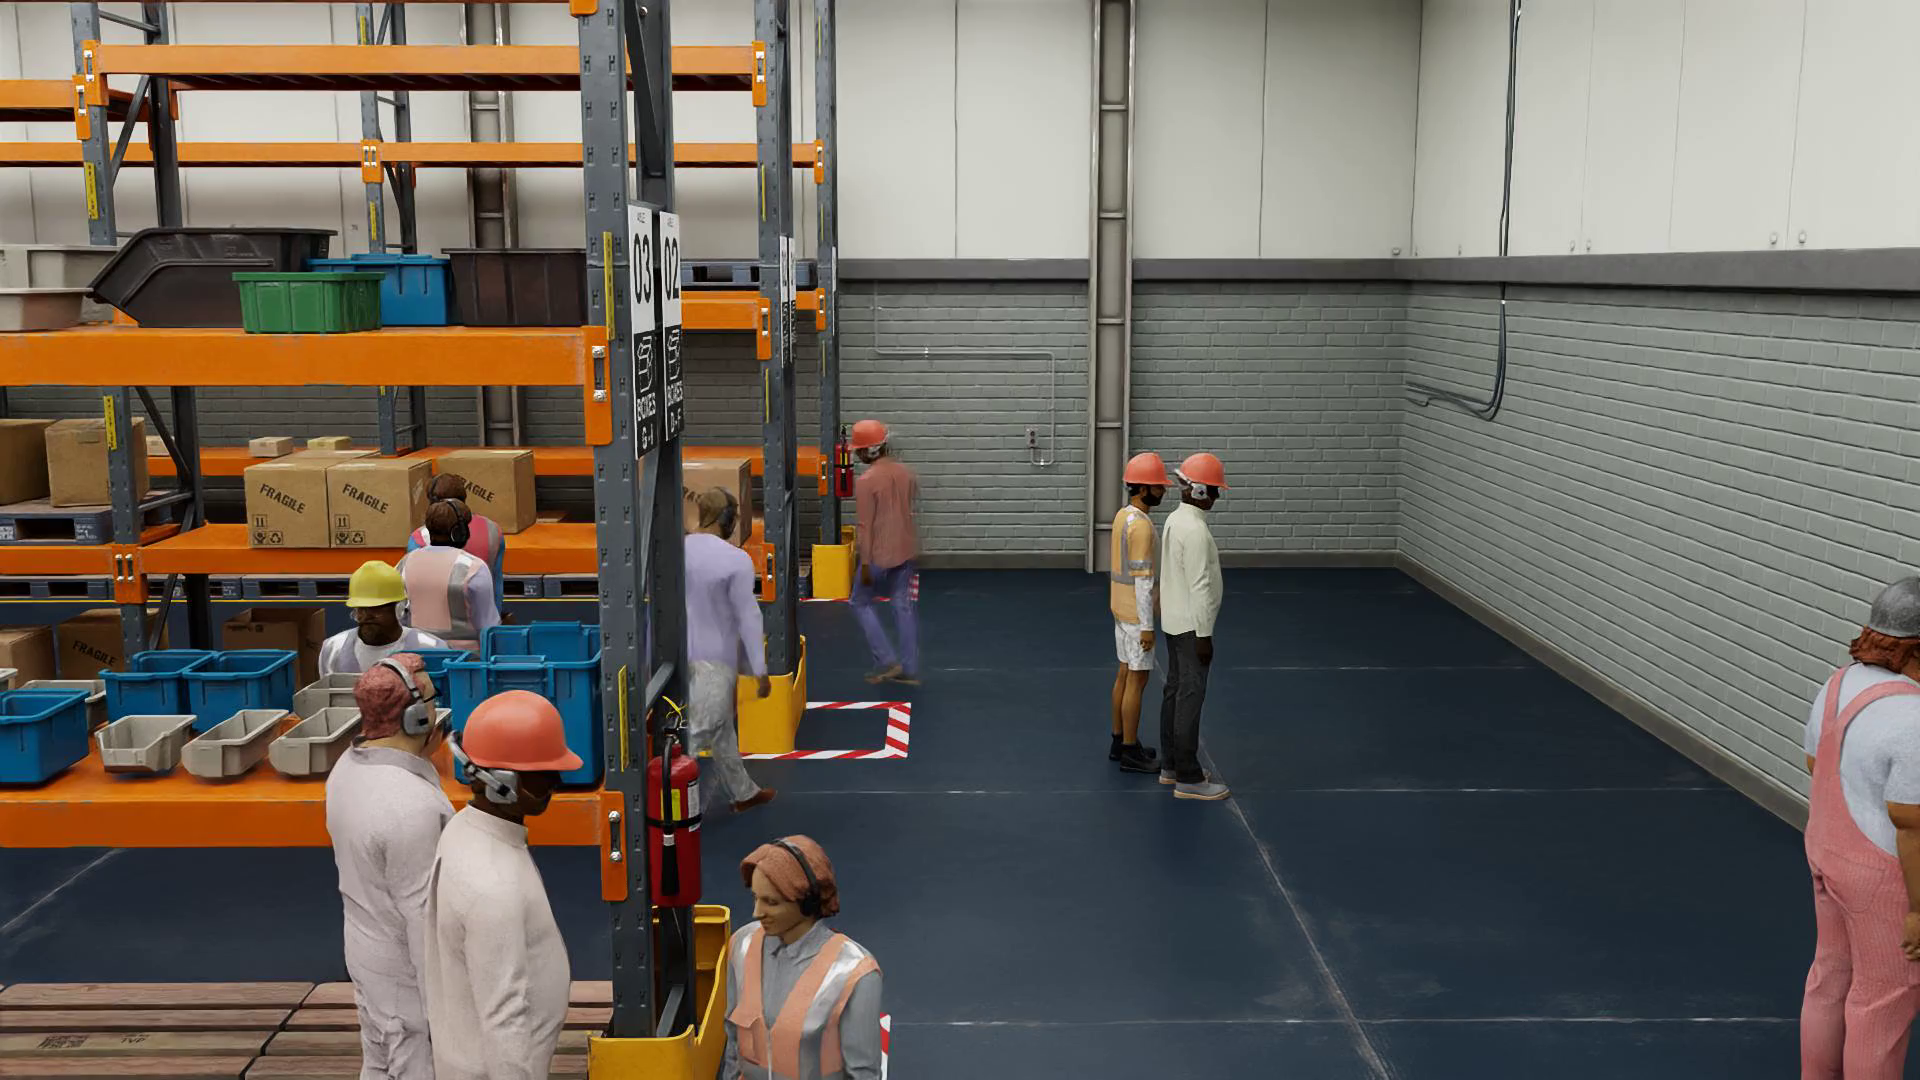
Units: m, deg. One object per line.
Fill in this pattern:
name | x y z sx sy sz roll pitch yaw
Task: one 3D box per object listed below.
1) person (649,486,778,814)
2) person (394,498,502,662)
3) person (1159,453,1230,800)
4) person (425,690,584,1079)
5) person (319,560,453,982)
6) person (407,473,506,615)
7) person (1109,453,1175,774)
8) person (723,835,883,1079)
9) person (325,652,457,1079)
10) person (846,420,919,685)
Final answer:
person | -1.373 0.664 8.903 0.669 1.874 1.054 8 12 40
person | -2.655 0.693 8.785 0.627 1.844 0.429 4 10 22
person | 1.344 0.489 9.587 0.387 1.988 0.608 -1 9 -8
person | -1.158 1.356 4.313 0.408 1.980 0.626 -3 10 -20
person | -2.415 0.988 6.999 0.587 1.835 0.404 0 9 -2
person | -2.998 0.518 9.869 0.429 1.841 0.625 8 12 39
person | 1.099 0.436 10.065 0.363 1.935 0.553 -1 9 -7
person | -0.398 1.538 4.251 0.524 1.631 0.316 7 12 37
person | -1.628 1.278 4.984 0.408 1.913 0.643 -7 12 -37
person | -0.529 0.104 12.061 0.473 1.960 0.710 8 12 40
